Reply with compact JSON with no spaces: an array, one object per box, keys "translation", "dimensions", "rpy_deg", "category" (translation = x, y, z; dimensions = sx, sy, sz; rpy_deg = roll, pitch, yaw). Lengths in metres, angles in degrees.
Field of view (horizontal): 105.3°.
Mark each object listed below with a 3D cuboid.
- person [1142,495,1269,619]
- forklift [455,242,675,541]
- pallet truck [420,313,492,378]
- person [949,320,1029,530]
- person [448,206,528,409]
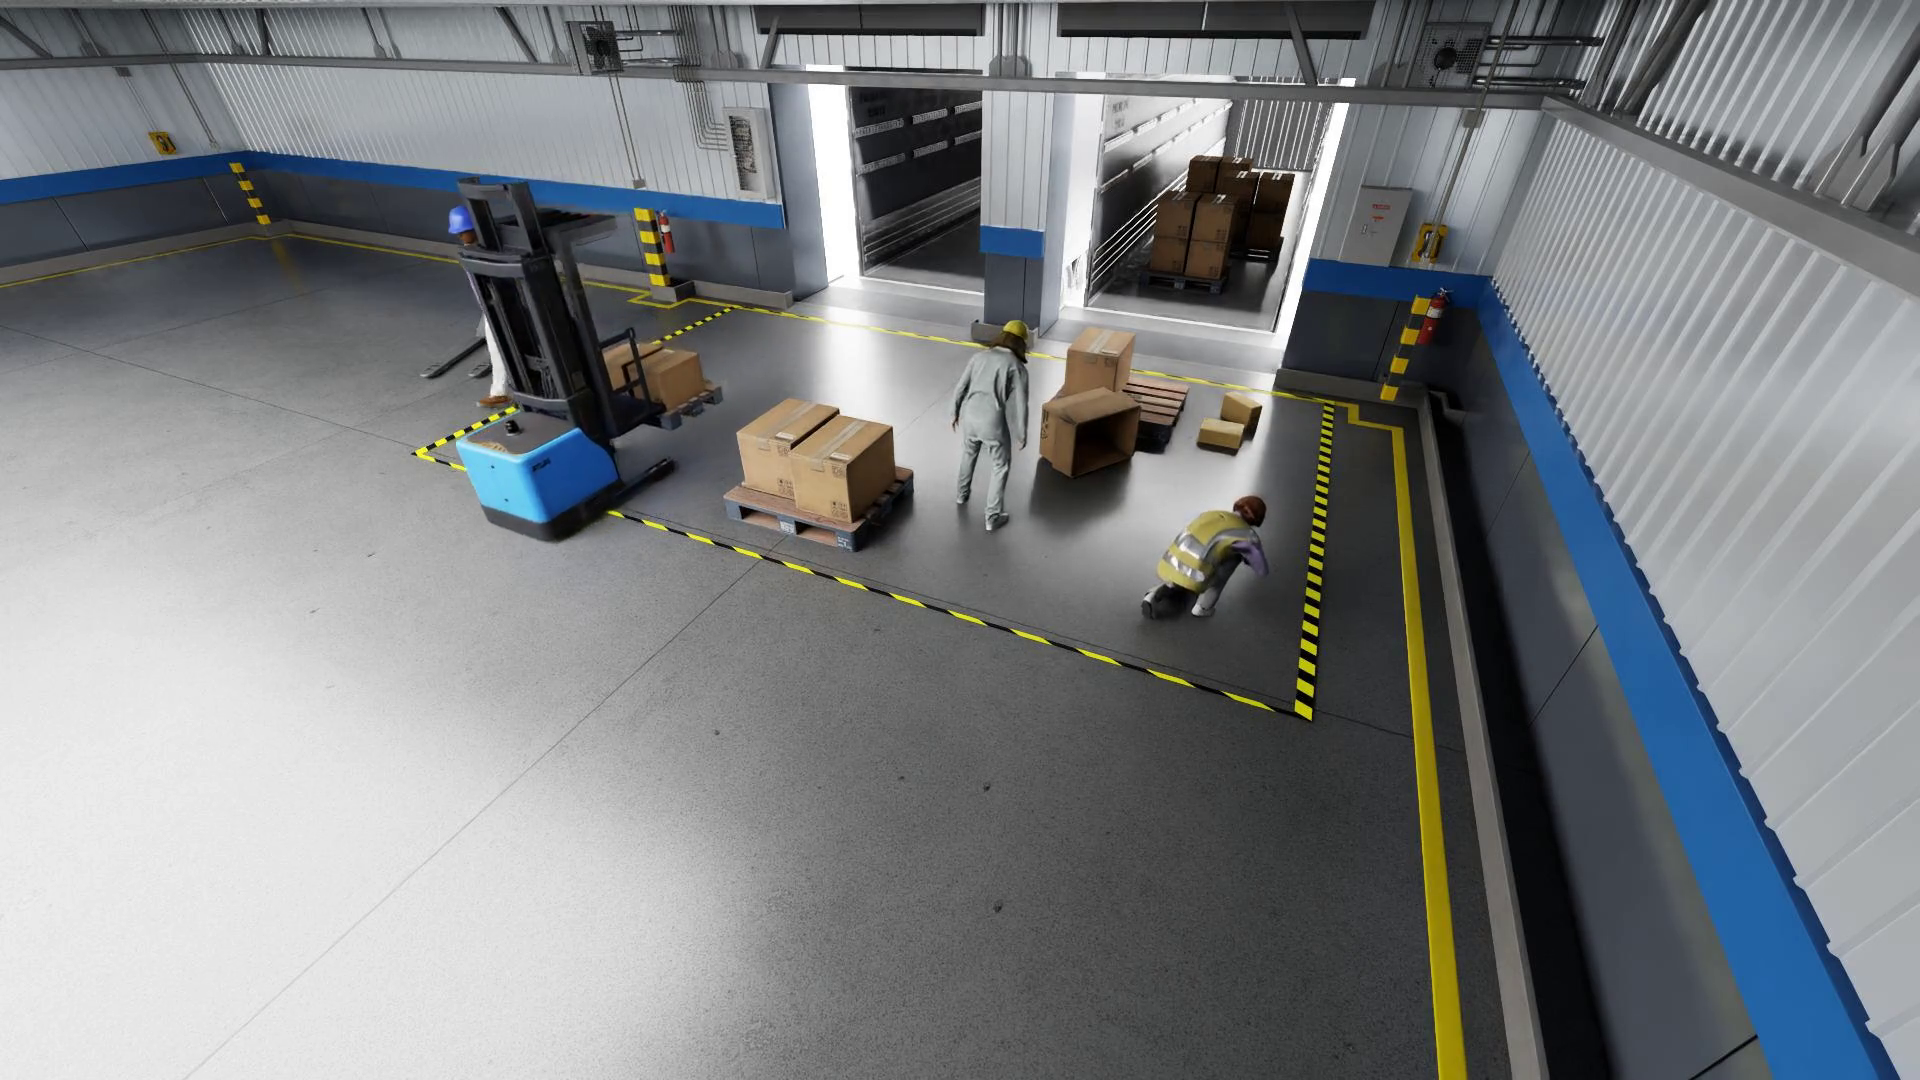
[{"translation":[1.632,0.168,4.827],"dimensions":[0.899,0.791,0.519],"rpy_deg":[-18,39,-23],"category":"person"},{"translation":[-3.235,-1.076,5.439],"dimensions":[0.716,2.013,0.776],"rpy_deg":[15,38,20],"category":"forklift"},{"translation":[-5.664,-2.712,8.427],"dimensions":[0.680,1.201,1.601],"rpy_deg":[0,35,-1],"category":"pallet truck"},{"translation":[0.248,-0.897,5.682],"dimensions":[0.650,1.482,0.748],"rpy_deg":[17,39,22],"category":"person"},{"translation":[-4.518,-2.158,7.052],"dimensions":[0.641,1.925,0.739],"rpy_deg":[19,40,25],"category":"person"}]
